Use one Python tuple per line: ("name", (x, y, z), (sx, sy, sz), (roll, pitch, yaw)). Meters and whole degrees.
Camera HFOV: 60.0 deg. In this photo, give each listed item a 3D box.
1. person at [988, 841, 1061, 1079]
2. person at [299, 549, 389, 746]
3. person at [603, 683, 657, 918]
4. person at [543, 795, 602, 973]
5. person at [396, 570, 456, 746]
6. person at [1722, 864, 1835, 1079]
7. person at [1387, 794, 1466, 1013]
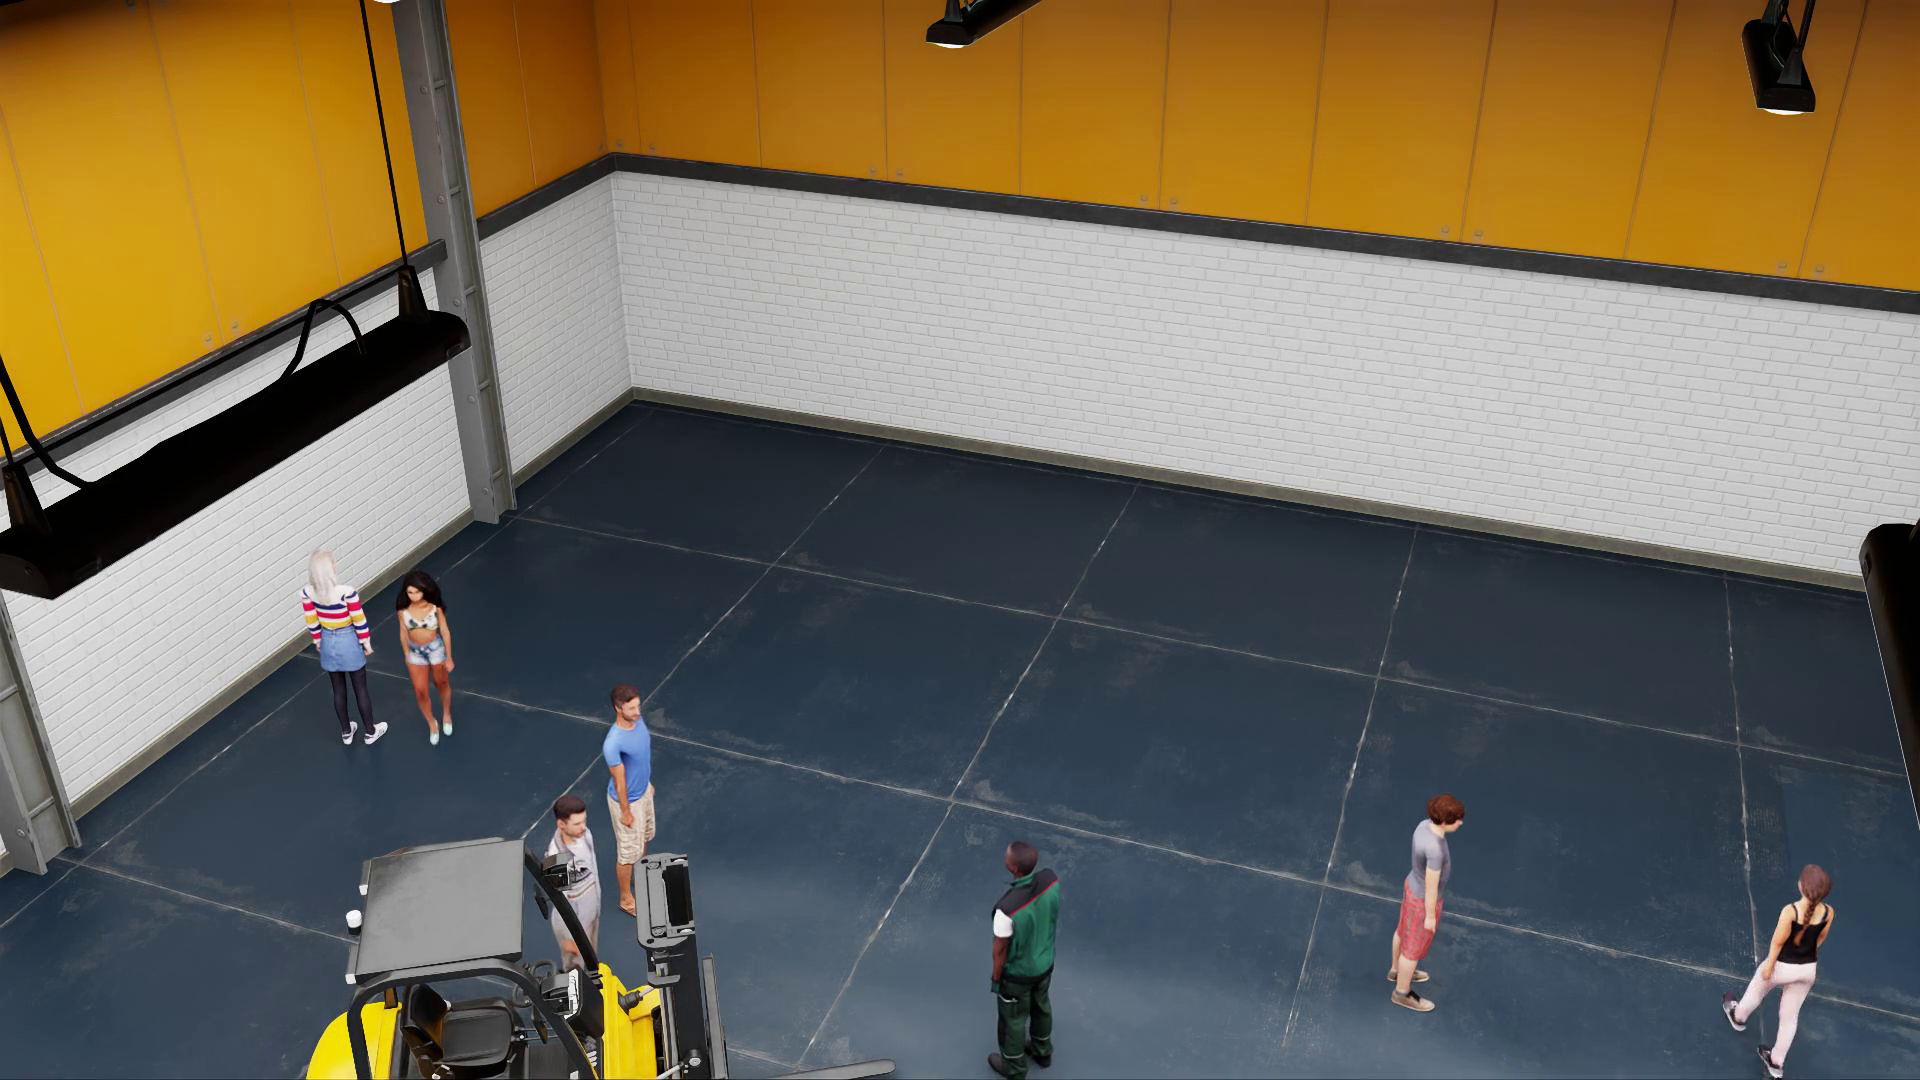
("person", (0.413, 2.643, 10.430), (0.709, 1.835, 0.833), (-23, 36, -36))
("person", (-5.095, 0.880, 13.689), (0.707, 1.809, 0.621), (2, 29, 4))
("person", (-2.358, 1.818, 11.914), (0.735, 1.862, 0.521), (6, 29, 11))
("person", (-2.500, 2.422, 10.809), (0.792, 1.859, 0.592), (4, 29, 7))
("person", (-4.404, 0.920, 13.827), (0.698, 1.607, 0.755), (-4, 29, -7))
("person", (5.281, 2.758, 10.532), (0.698, 1.536, 0.948), (1, 29, 3))
("person", (3.088, 2.380, 11.106), (0.696, 1.649, 0.520), (4, 29, 7))
